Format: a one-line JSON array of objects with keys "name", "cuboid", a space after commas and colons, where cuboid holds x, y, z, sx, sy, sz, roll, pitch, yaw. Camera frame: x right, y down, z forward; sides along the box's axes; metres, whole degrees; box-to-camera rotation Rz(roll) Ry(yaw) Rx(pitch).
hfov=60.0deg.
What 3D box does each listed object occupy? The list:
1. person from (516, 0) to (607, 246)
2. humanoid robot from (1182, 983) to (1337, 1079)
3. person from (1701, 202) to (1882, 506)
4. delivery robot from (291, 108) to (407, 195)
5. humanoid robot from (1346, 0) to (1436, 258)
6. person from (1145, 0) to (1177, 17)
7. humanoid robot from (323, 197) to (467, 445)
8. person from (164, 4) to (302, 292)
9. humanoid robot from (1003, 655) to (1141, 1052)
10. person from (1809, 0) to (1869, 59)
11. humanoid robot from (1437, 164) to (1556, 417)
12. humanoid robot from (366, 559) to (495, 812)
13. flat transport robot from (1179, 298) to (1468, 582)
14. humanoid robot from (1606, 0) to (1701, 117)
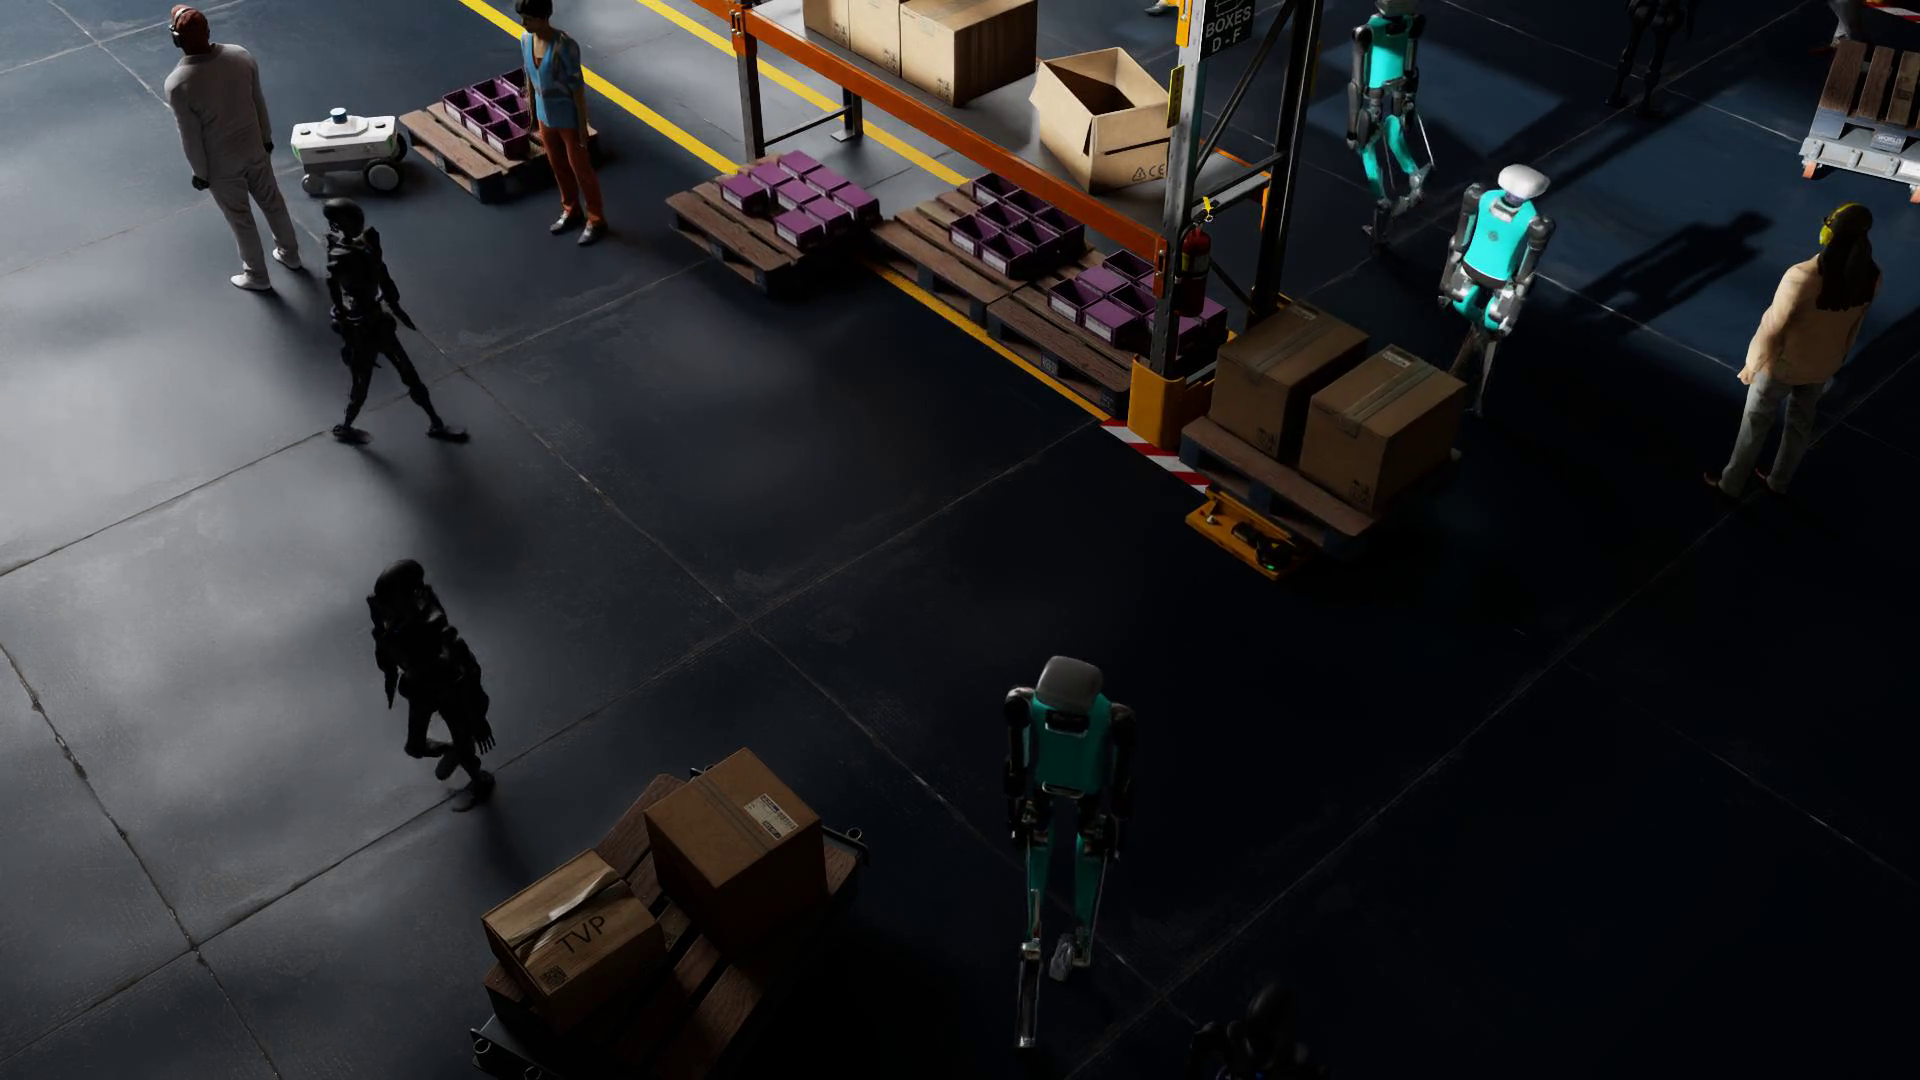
[{"name": "person", "cuboid": [-2.665, -2.814, 11.056, 0.502, 1.759, 0.327, 22, 47, 23]}, {"name": "humanoid robot", "cuboid": [1.064, 2.046, 5.833, 0.595, 1.648, 0.456, 17, 45, 18]}, {"name": "person", "cuboid": [4.517, -0.962, 8.967, 0.554, 1.869, 0.391, -5, 43, -5]}, {"name": "delivery robot", "cuboid": [-4.369, -2.805, 11.947, 0.809, 0.611, 0.499, -7, 43, -8]}, {"name": "humanoid robot", "cuboid": [2.852, -2.597, 10.908, 0.540, 1.887, 0.739, -20, 46, -20]}, {"name": "person", "cuboid": [1.701, -5.312, 13.736, 0.505, 1.824, 0.579, -26, 49, -25]}, {"name": "humanoid robot", "cuboid": [-3.345, -1.207, 9.401, 0.783, 1.624, 0.588, 7, 43, 8]}, {"name": "person", "cuboid": [-4.651, -2.483, 10.587, 0.406, 1.905, 0.650, 21, 47, 22]}, {"name": "humanoid robot", "cuboid": [0.363, 1.355, 6.602, 0.548, 1.870, 0.827, 11, 44, 11]}, {"name": "person", "cuboid": [7.051, -4.609, 12.966, 0.419, 1.813, 0.551, 7, 43, 7]}, {"name": "humanoid robot", "cuboid": [3.108, -1.433, 9.583, 0.586, 1.785, 0.707, 32, 51, 30]}, {"name": "humanoid robot", "cuboid": [-2.296, 0.641, 7.366, 0.598, 1.644, 0.391, 18, 46, 19]}, {"name": "flat transport robot", "cuboid": [2.003, -0.308, 9.430, 1.431, 0.231, 0.659, -32, 51, -30]}, {"name": "humanoid robot", "cuboid": [5.220, -4.012, 12.408, 0.315, 1.657, 0.599, -29, 50, -28]}]
